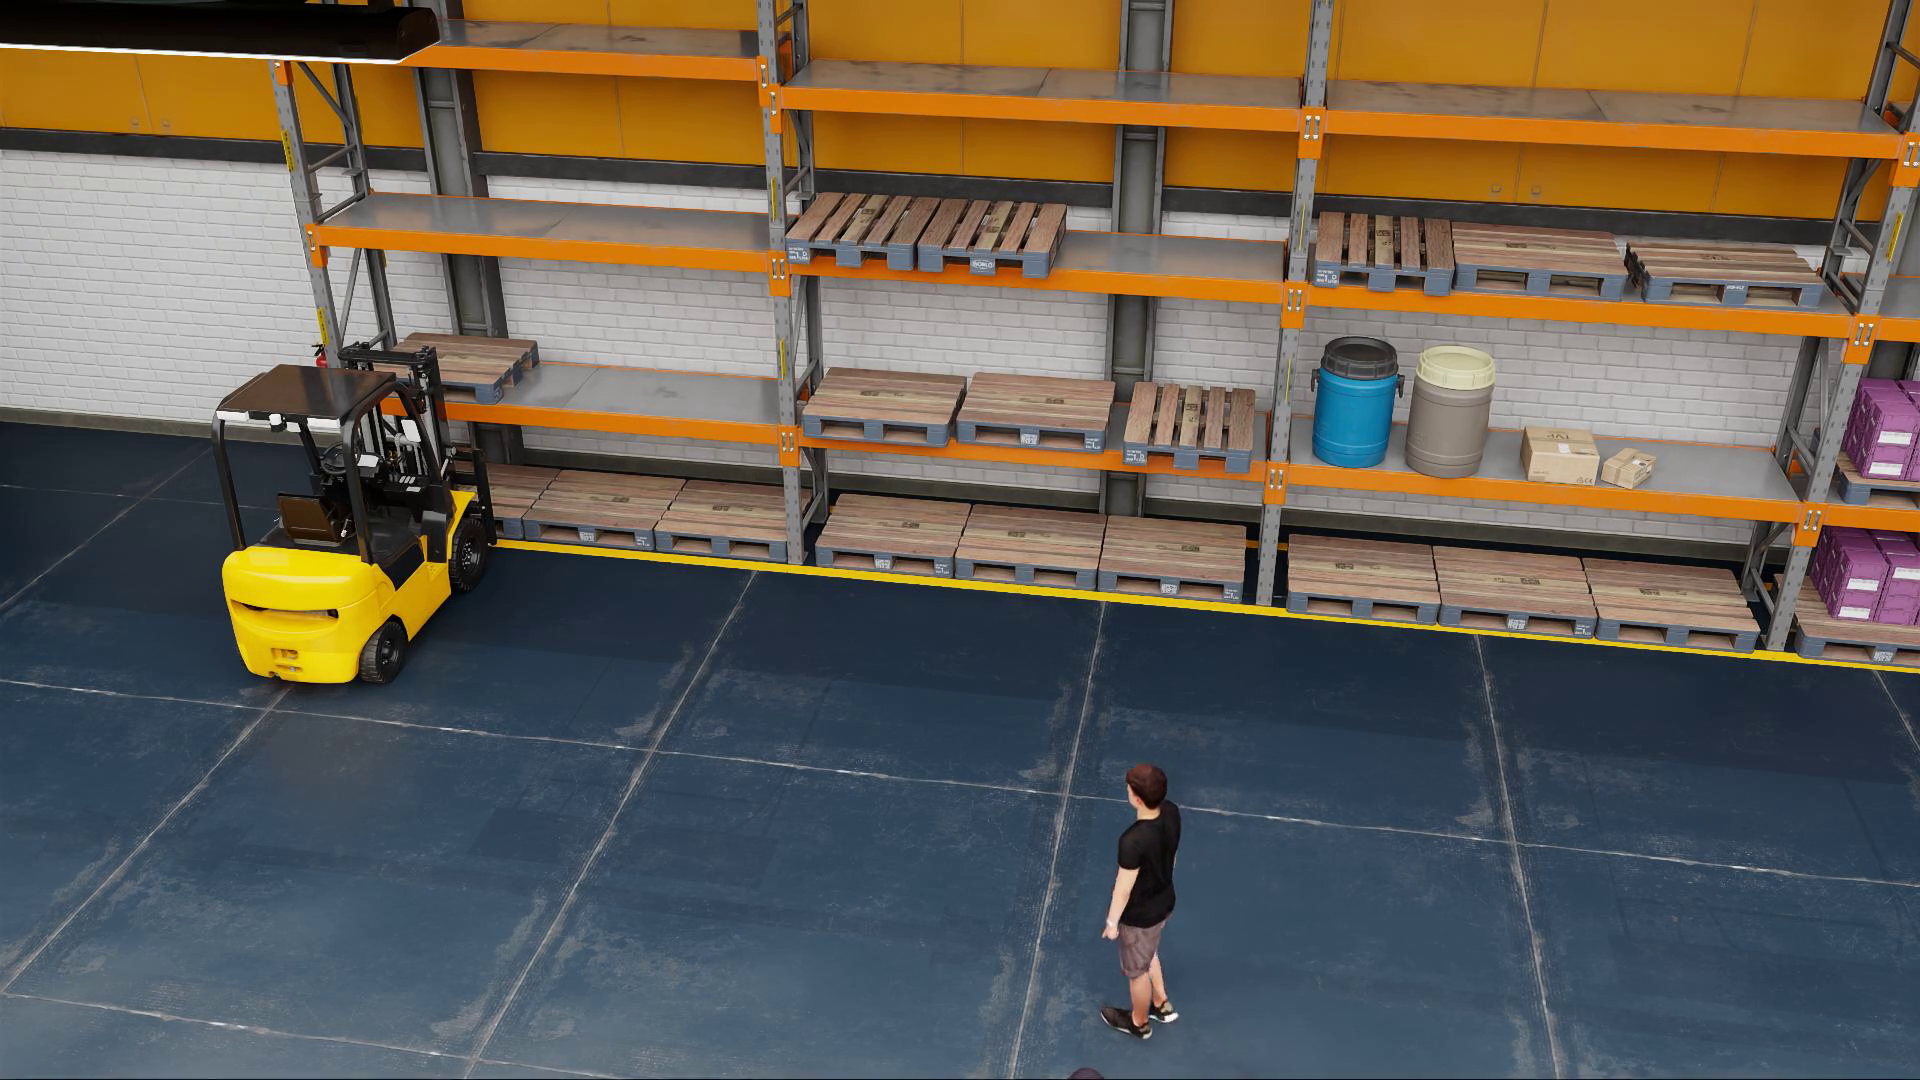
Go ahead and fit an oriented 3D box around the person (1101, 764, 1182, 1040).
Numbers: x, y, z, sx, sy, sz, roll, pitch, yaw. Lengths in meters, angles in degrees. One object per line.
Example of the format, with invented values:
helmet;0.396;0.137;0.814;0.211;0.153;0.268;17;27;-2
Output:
person;1.081;2.028;9.108;0.837;1.857;0.823;19;34;31
